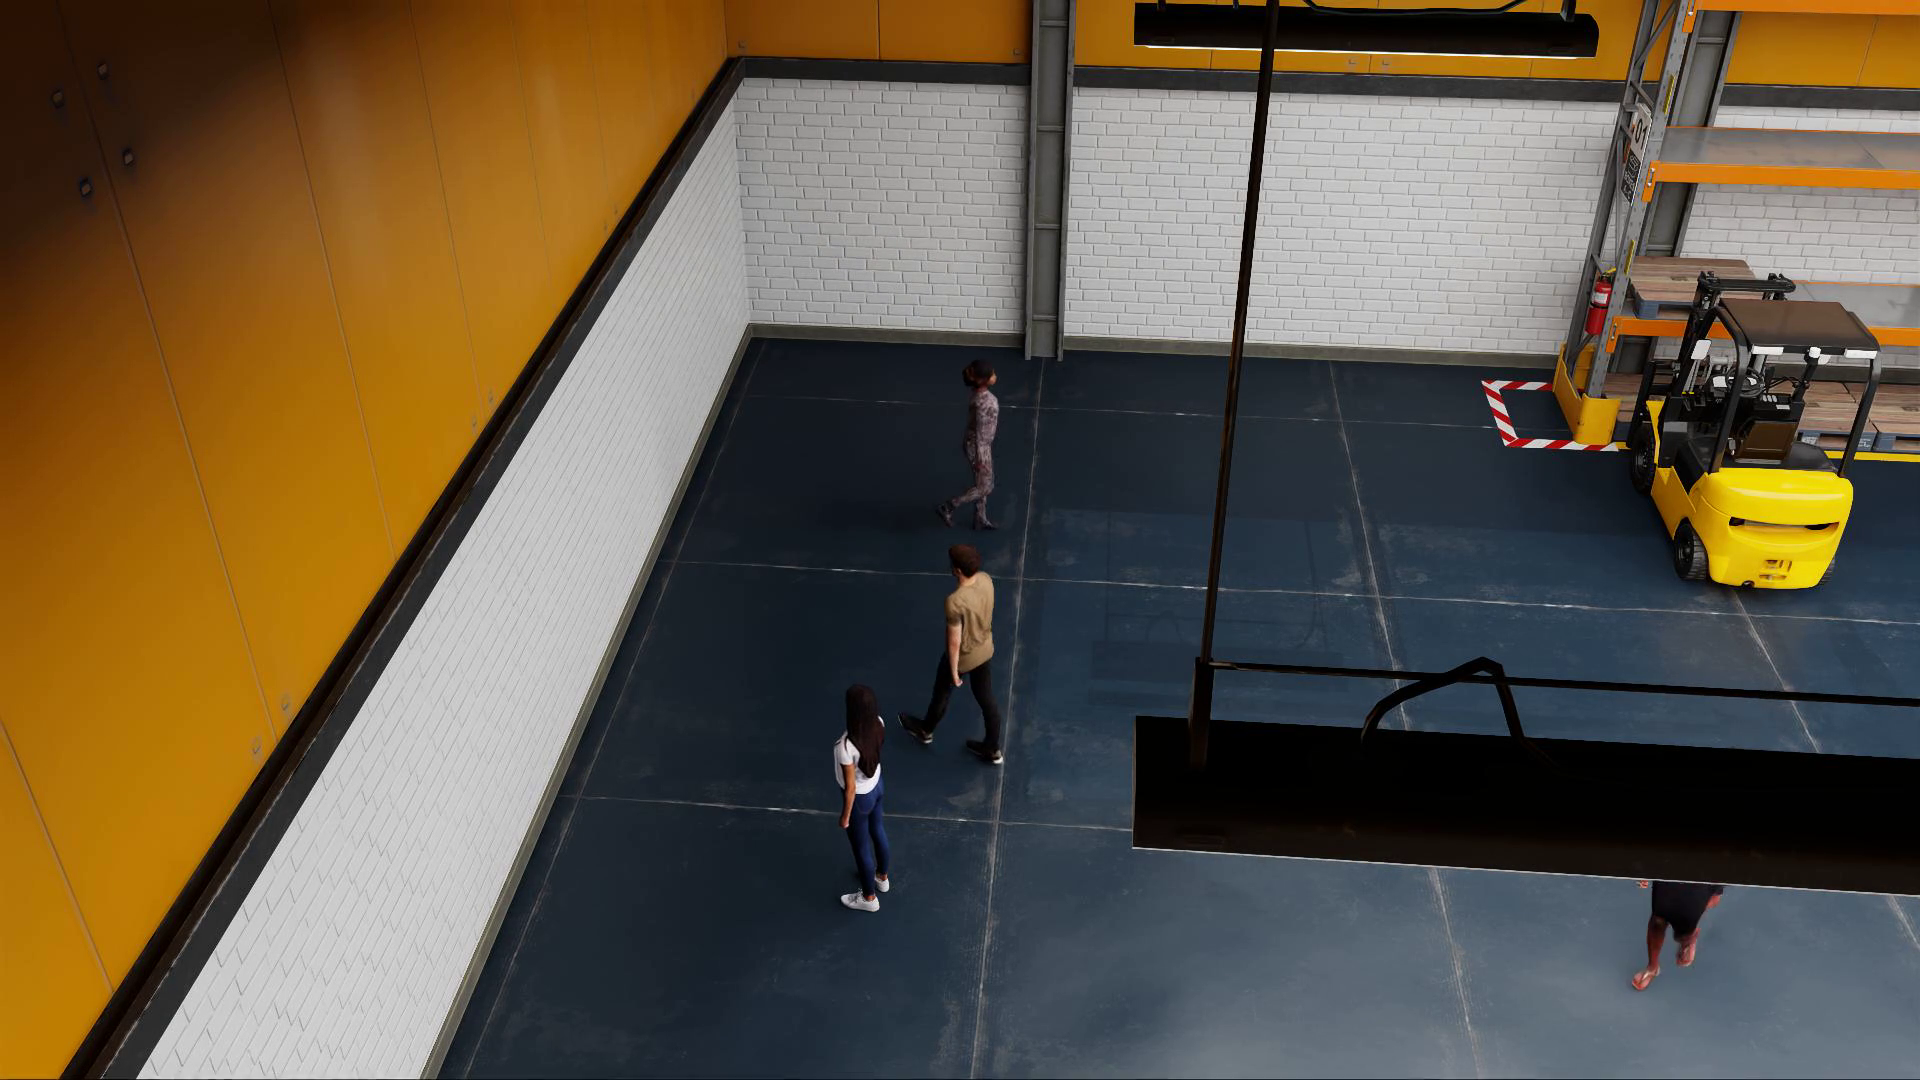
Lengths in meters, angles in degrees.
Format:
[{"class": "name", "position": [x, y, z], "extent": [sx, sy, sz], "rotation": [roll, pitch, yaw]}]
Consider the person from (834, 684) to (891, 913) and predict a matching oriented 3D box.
[{"class": "person", "position": [-0.609, 1.639, 10.603], "extent": [0.635, 1.775, 0.660], "rotation": [16, 37, 22]}]

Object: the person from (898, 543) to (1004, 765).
[{"class": "person", "position": [0.123, 0.836, 11.772], "extent": [1.184, 1.817, 1.043], "rotation": [24, 40, 31]}]

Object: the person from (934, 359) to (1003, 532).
[{"class": "person", "position": [0.080, -0.788, 14.318], "extent": [0.846, 1.703, 0.626], "rotation": [-1, 34, -1]}]
